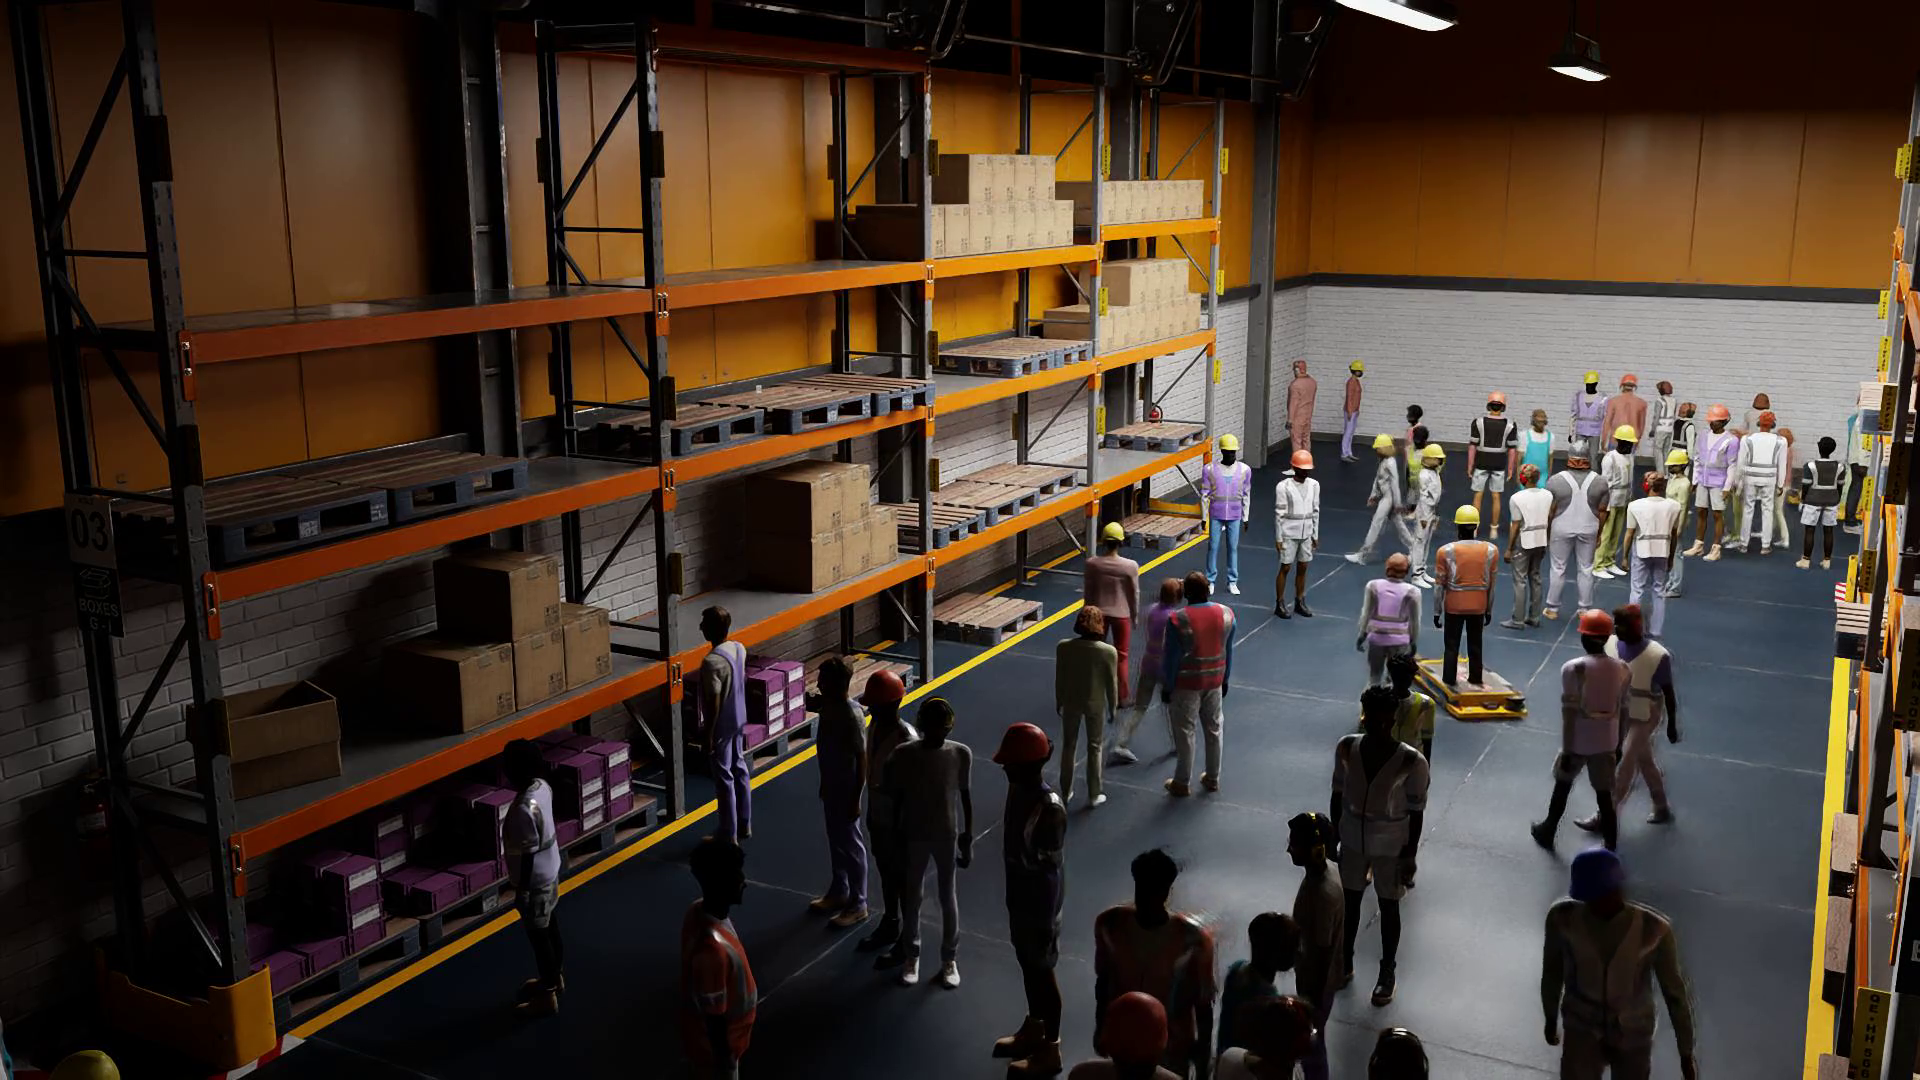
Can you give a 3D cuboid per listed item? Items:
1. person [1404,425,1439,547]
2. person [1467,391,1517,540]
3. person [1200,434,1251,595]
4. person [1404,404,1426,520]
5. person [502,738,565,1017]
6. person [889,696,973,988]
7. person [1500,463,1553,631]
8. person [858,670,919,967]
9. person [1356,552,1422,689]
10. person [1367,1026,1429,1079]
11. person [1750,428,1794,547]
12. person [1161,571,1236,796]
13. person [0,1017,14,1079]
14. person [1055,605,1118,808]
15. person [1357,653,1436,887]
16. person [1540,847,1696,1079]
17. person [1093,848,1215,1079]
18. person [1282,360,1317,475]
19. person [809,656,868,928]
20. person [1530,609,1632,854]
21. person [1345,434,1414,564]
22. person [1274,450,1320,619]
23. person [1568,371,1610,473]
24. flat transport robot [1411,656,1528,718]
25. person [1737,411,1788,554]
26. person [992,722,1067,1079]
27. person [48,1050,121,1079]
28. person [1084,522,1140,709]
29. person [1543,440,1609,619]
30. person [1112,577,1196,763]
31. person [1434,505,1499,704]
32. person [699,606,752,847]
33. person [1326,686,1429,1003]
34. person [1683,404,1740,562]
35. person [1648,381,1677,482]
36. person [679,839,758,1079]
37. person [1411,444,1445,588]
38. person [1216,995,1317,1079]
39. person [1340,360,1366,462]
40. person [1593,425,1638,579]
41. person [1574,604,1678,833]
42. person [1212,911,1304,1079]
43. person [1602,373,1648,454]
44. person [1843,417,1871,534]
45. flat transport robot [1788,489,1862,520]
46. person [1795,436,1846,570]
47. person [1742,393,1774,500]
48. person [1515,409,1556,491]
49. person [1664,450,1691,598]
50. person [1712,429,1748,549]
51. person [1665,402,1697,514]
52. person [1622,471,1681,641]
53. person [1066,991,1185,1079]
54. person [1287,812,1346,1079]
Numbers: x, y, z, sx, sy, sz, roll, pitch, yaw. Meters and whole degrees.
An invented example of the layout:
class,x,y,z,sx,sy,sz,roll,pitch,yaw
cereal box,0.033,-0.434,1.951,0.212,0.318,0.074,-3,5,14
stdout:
class,x,y,z,sx,sy,sz,roll,pitch,yaw
person,6.249,-0.749,22.309,0.667,1.666,0.543,-8,15,-33
person,7.242,-1.015,22.688,0.612,2.030,0.409,3,13,12
person,3.141,-0.300,19.701,0.593,1.929,0.359,0,13,0
person,6.540,-1.124,23.947,0.340,1.686,0.580,0,13,1
person,-2.553,1.999,9.932,0.319,1.695,0.539,0,13,-1
person,-0.178,1.850,10.247,0.519,1.858,0.343,0,13,-1
person,6.217,0.079,18.203,0.571,1.840,0.374,-6,14,-27
person,-0.456,1.748,10.548,0.381,1.930,0.547,-7,14,-28
person,3.842,0.921,14.944,0.552,1.611,0.463,6,14,25
person,1.640,2.729,6.352,0.504,1.840,0.342,0,13,1
person,10.995,-0.732,22.387,0.607,1.599,0.558,12,17,42
person,1.899,1.153,13.411,0.619,1.838,0.430,-5,13,-20
person,-4.213,2.590,7.002,0.429,1.831,0.635,3,13,12
person,0.997,1.316,13.166,0.505,1.623,0.286,4,13,16
person,3.056,1.607,11.699,0.532,1.693,0.319,2,13,8
person,3.131,2.353,7.960,0.721,1.878,0.981,6,14,24
person,0.945,2.320,7.994,0.615,1.928,0.820,5,14,22
person,5.586,-2.016,27.448,0.638,1.906,0.407,-12,17,-43
person,-0.801,1.665,11.095,0.331,1.844,0.520,-7,14,-29
person,4.563,1.442,12.047,0.551,1.867,0.961,-1,13,-6
person,5.466,-0.513,21.226,0.940,1.678,0.473,2,13,7
person,3.790,-0.065,18.663,0.546,1.929,0.388,-5,13,-20
person,9.768,-1.676,25.868,0.594,1.924,0.381,8,15,33
flat transport robot,4.825,1.388,15.890,0.652,0.197,1.431,-1,13,-4
person,10.510,-0.755,21.843,0.584,1.882,0.337,5,14,23
person,0.375,1.988,9.240,0.402,2.035,0.600,-5,13,-21
person,-3.233,2.762,6.242,0.403,1.824,0.591,0,13,-1
person,1.418,0.705,15.590,0.526,1.765,0.335,4,13,19
person,6.858,-0.118,18.636,0.681,2.000,0.538,2,13,9
person,1.671,1.109,14.181,0.859,1.582,0.512,-9,15,-34
person,4.725,0.622,15.616,0.582,1.919,0.395,0,13,1
person,-1.755,1.386,12.346,0.329,1.844,0.509,5,14,22
person,2.507,1.826,10.100,0.603,1.966,0.368,9,15,34
person,9.683,-0.742,21.424,0.369,2.045,0.608,-6,14,-26
person,11.358,-1.733,26.809,0.706,1.624,0.466,-9,16,-36
person,-1.131,2.338,7.808,0.367,1.967,0.600,-3,13,-13
person,5.679,-0.304,20.139,0.308,1.744,0.485,8,15,31
person,1.319,2.665,6.711,0.843,1.808,0.568,-10,16,-37
person,6.797,-2.224,28.710,0.340,1.760,0.526,6,14,27
person,8.112,-0.473,20.519,0.582,1.917,0.402,-10,16,-38
person,5.156,1.347,12.672,0.953,1.785,0.566,-5,14,-21
person,1.307,2.500,7.397,0.371,1.829,0.511,-2,13,-7
person,10.011,-1.526,25.114,0.619,1.964,0.524,3,13,12
person,12.541,-1.086,23.083,0.392,1.991,0.613,7,15,30
flat transport robot,12.847,-0.525,24.454,0.652,0.197,1.431,0,13,1
person,10.839,-0.461,20.951,0.532,1.696,0.319,1,13,5
person,12.191,-1.432,25.433,0.274,1.636,0.507,-7,15,-30
person,7.777,-0.889,22.581,0.509,1.823,0.597,1,13,3
person,8.424,-0.194,19.621,0.340,1.761,0.524,3,13,11
person,10.252,-0.679,22.092,0.436,1.610,0.522,-4,13,-18
person,10.603,-1.208,24.431,0.310,1.636,0.523,-1,13,-5
person,7.359,0.185,17.737,0.560,1.838,0.392,0,13,0
person,0.651,2.645,6.386,0.629,1.994,0.401,6,14,25
person,1.772,2.255,8.429,0.333,1.860,0.510,2,13,8
